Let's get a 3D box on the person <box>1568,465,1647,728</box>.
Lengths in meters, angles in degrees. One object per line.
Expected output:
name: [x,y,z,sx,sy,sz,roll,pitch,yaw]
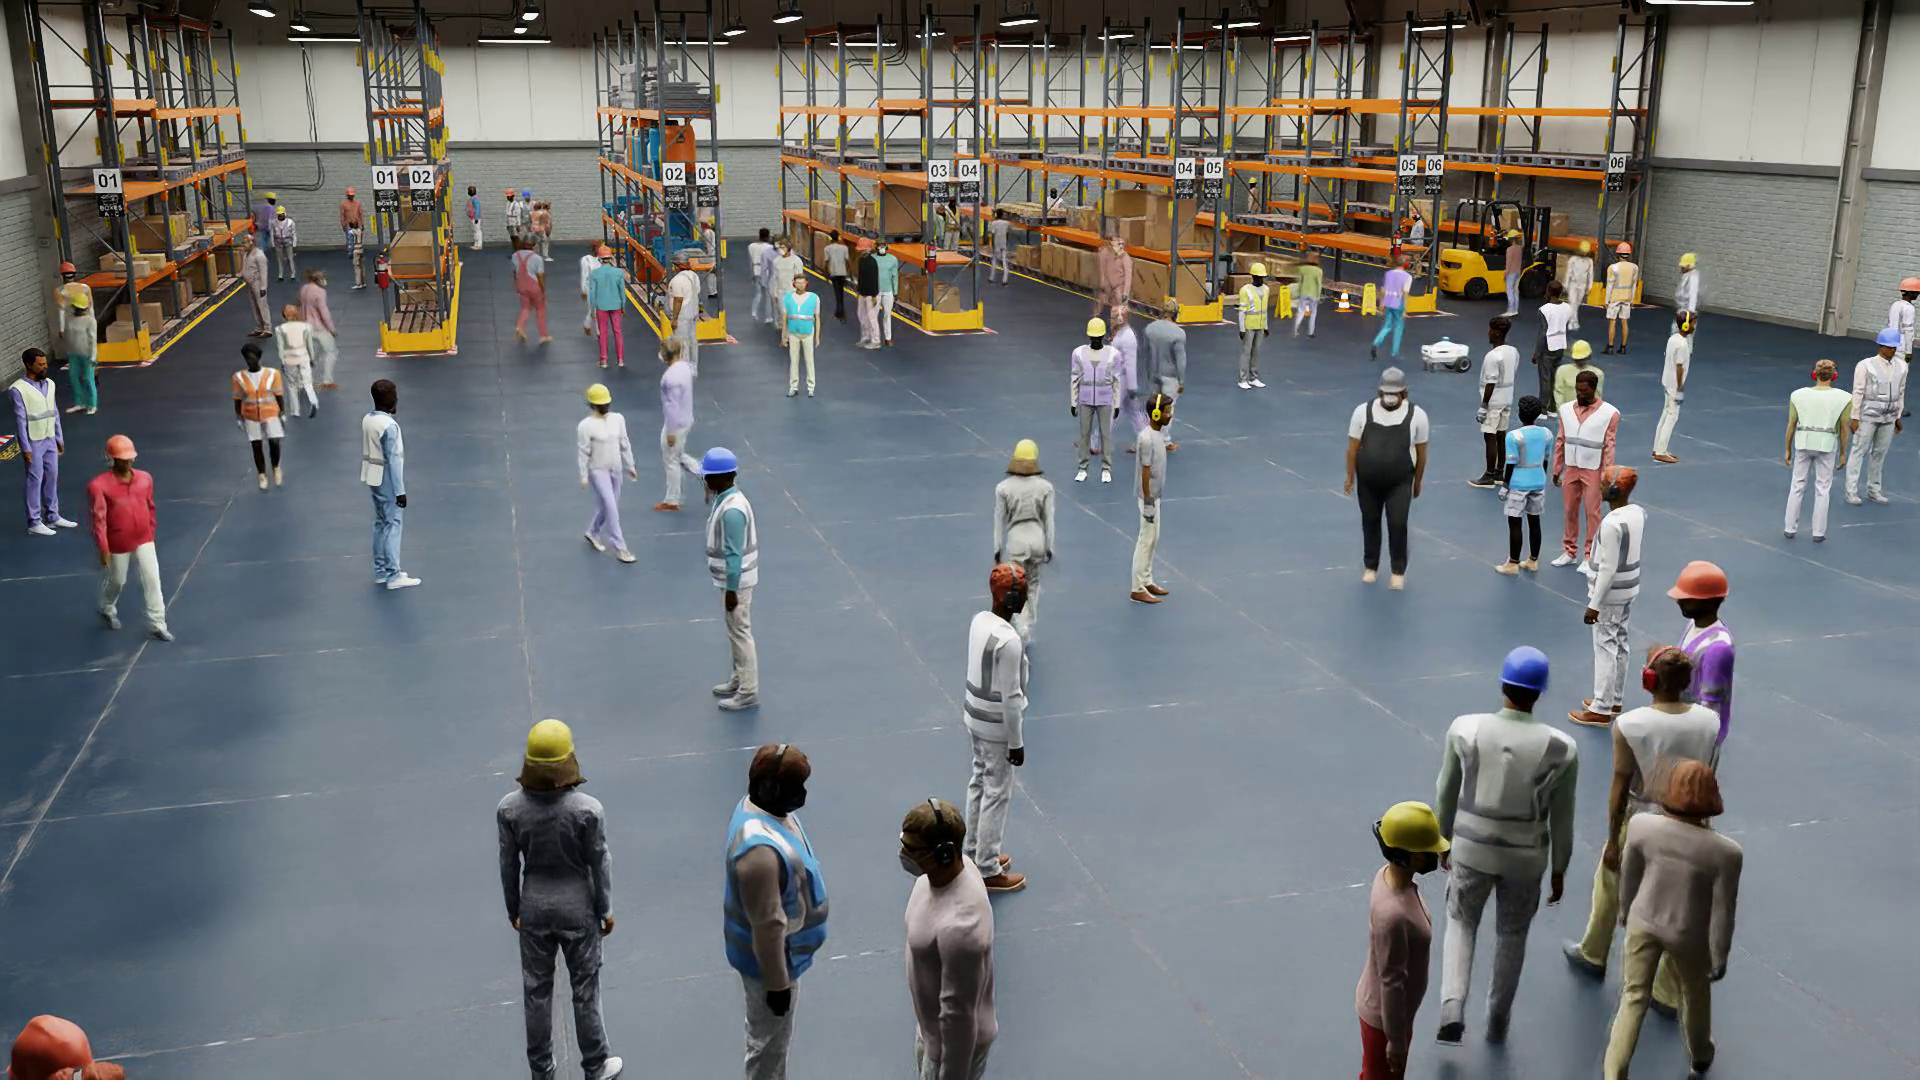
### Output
person: [4.595,0.394,11.756,0.353,1.883,0.573,13,19,40]

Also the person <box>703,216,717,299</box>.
person: [-5.487,-6.292,37.026,0.404,1.827,0.588,2,15,8]

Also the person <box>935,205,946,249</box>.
person: [-0.508,-8.019,43.913,0.279,1.624,0.494,-3,15,-11]

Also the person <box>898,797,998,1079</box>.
person: [-0.049,1.854,6.176,0.375,1.933,0.625,-2,15,-6]

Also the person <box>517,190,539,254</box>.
person: [-11.845,-8.653,45.741,0.637,1.917,0.778,-4,15,-14]

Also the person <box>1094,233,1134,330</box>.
person: [2.923,-4.987,32.083,0.654,1.857,1.022,-11,18,-36]

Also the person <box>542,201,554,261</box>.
person: [-11.318,-8.463,45.575,0.318,1.630,0.513,-2,15,-7]

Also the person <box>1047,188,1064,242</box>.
person: [2.702,-9.276,48.225,0.628,1.843,0.429,0,15,0]

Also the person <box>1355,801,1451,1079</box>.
person: [1.705,1.848,6.512,0.309,1.769,0.524,4,15,14]

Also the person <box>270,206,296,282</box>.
person: [-16.379,-7.161,40.281,0.590,1.833,0.404,-4,15,-13]

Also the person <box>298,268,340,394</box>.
person: [-9.694,-3.142,25.075,0.632,1.886,0.731,11,19,37]

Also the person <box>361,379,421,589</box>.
person: [-5.216,-0.506,15.106,0.392,1.911,0.582,-11,18,-35]

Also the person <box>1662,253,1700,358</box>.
person: [12.331,-3.989,28.427,0.648,1.794,0.645,5,16,17]

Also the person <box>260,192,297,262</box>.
person: [-18.696,-8.506,45.270,1.007,1.867,0.619,-11,19,-37]

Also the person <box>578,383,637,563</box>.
person: [-3.438,-0.676,16.058,0.827,1.726,0.531,11,19,36]

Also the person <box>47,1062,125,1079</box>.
person: [-2.308,2.300,4.588,0.356,1.883,0.572,-9,17,-30]

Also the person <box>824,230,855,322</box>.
person: [-2.405,-5.268,33.219,0.591,1.818,0.941,-5,16,-18]

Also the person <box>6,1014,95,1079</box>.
person: [-2.648,2.244,5.040,0.338,1.749,0.573,7,16,24]

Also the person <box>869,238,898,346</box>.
person: [-1.405,-4.439,29.836,0.628,1.940,0.373,-4,15,-14]

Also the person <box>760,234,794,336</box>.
person: [-3.420,-4.757,31.103,0.635,1.899,0.914,0,15,2]

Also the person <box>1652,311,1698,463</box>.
person: [8.747,-1.872,20.345,0.339,1.859,0.506,3,15,10]

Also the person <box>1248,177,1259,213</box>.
person: [9.254,-10.499,52.662,0.376,1.925,0.594,9,17,29]

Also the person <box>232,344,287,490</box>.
person: [-7.936,-1.388,18.848,0.552,1.675,0.405,-5,16,-17]

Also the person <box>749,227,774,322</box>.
person: [-3.866,-5.265,33.041,0.627,1.888,0.537,7,17,26]

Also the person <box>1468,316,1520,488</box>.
person: [6.109,-1.573,18.999,0.367,1.966,0.603,14,20,42]

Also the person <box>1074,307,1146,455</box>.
person: [1.937,-1.977,20.739,1.009,1.847,0.653,1,15,2]

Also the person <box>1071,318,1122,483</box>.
person: [1.569,-1.614,19.252,0.589,1.919,0.403,3,15,12]

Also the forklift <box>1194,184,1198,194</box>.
forklift: [7.392,-11.333,53.972,1.873,2.768,1.129,-4,15,-15]

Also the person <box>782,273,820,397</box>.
person: [-2.364,-3.053,24.803,0.570,1.842,0.379,1,15,6]

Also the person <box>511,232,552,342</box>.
person: [-7.767,-4.584,30.185,0.711,2.000,0.702,6,16,21]

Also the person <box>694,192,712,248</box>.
person: [-7.320,-9.018,47.035,0.932,1.945,0.615,9,17,30]

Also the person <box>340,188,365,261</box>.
person: [-16.668,-8.669,45.664,0.615,1.987,0.407,-11,19,-36]

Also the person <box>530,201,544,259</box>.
person: [-11.547,-8.457,45.563,0.540,1.619,0.417,7,16,25]

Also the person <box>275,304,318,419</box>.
person: [-9.164,-2.461,23.038,0.513,1.610,0.740,-11,18,-36]

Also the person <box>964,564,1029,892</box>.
person: [0.209,1.046,9.332,0.366,1.875,0.569,-4,16,-16]

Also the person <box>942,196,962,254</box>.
person: [-0.210,-8.202,44.181,0.633,1.843,0.429,-8,17,-28]

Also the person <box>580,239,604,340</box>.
person: [-6.705,-4.596,30.578,0.584,1.862,0.486,-13,20,-41]

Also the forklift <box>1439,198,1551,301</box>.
forklift: [11.913,-6.508,37.130,2.313,2.155,1.214,-4,15,-15]

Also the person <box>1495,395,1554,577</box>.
person: [5.250,-0.501,15.483,0.537,1.695,0.321,-6,16,-23]

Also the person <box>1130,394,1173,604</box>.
person: [1.701,-0.371,14.689,0.323,1.860,0.515,5,16,18]

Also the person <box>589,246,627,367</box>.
person: [-5.830,-3.860,27.546,0.615,1.997,0.373,-7,16,-25]
